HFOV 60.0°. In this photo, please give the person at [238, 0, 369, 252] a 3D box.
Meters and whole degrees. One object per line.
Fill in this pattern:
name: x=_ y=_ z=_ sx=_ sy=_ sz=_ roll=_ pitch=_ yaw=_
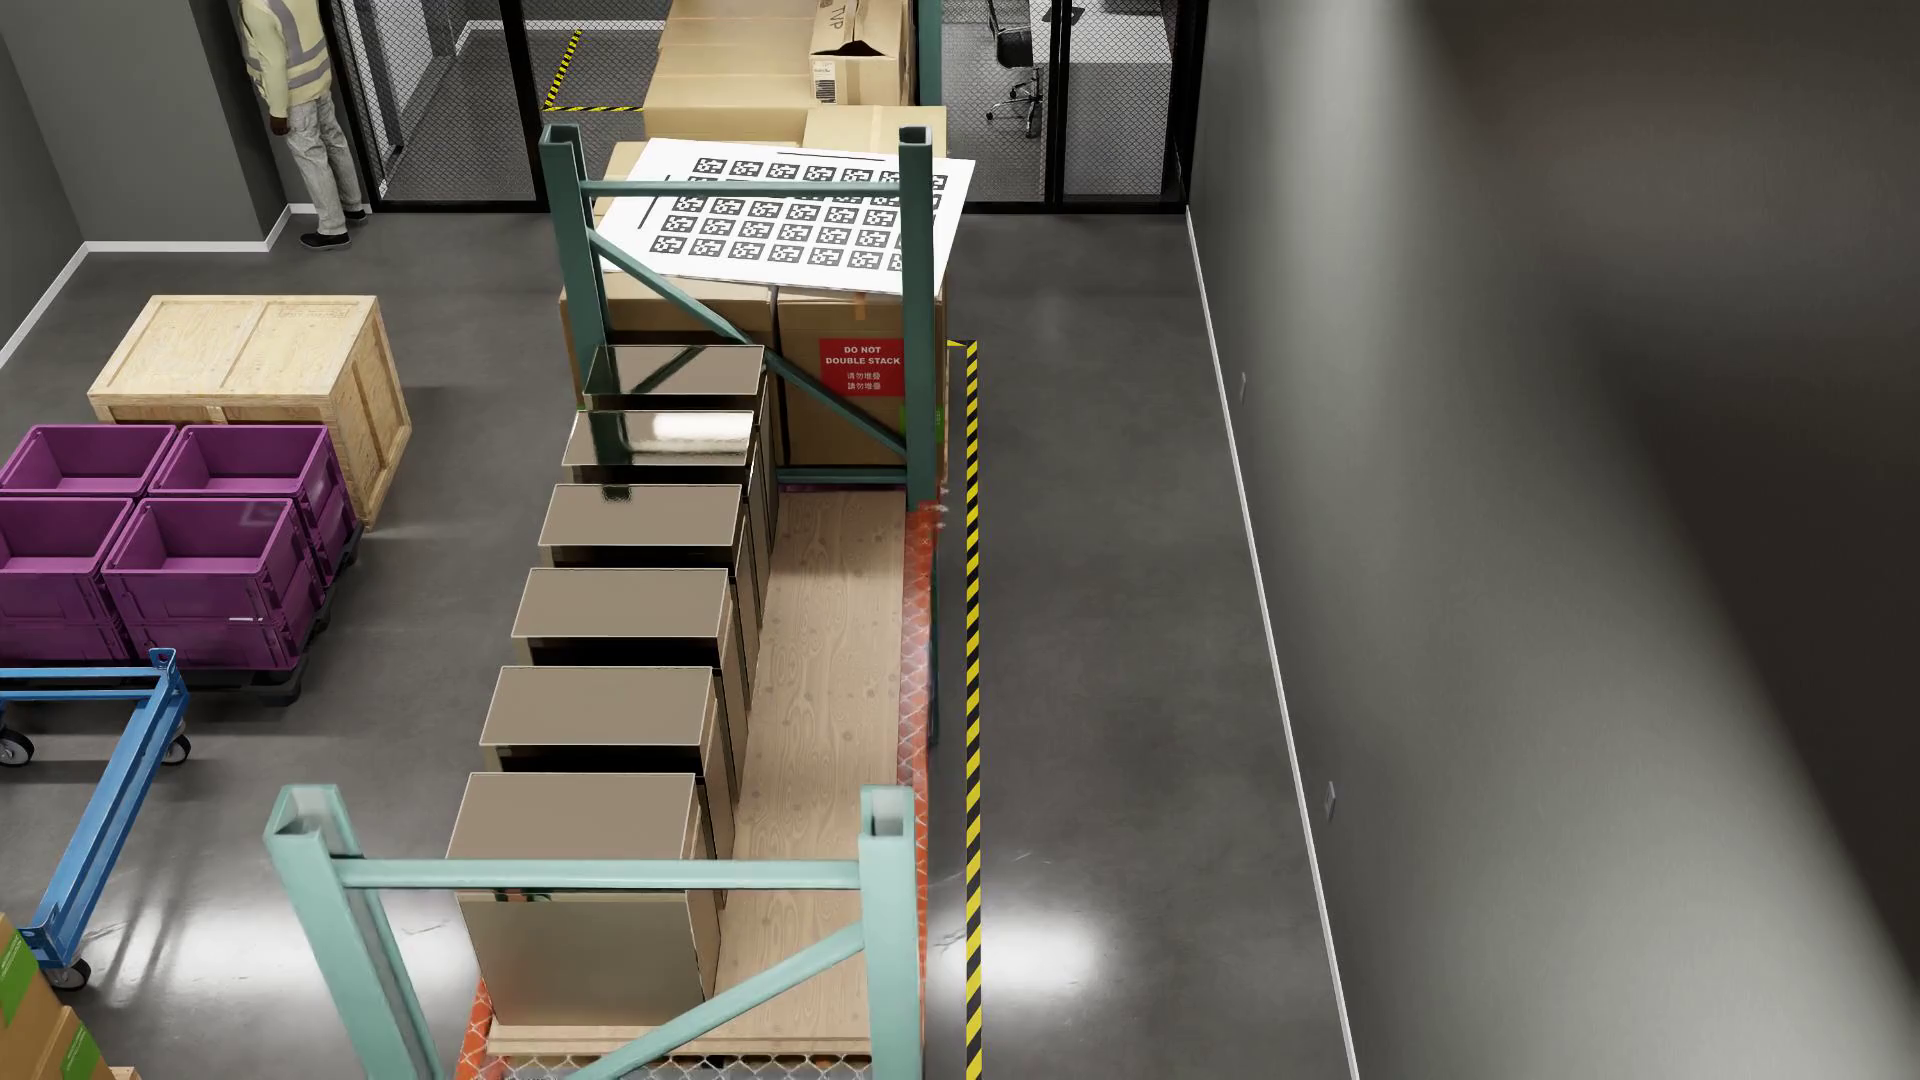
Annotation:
person: x=-3.485 y=-2.391 z=8.699 sx=0.404 sy=1.830 sz=0.603 roll=5 pitch=41 yaw=6
